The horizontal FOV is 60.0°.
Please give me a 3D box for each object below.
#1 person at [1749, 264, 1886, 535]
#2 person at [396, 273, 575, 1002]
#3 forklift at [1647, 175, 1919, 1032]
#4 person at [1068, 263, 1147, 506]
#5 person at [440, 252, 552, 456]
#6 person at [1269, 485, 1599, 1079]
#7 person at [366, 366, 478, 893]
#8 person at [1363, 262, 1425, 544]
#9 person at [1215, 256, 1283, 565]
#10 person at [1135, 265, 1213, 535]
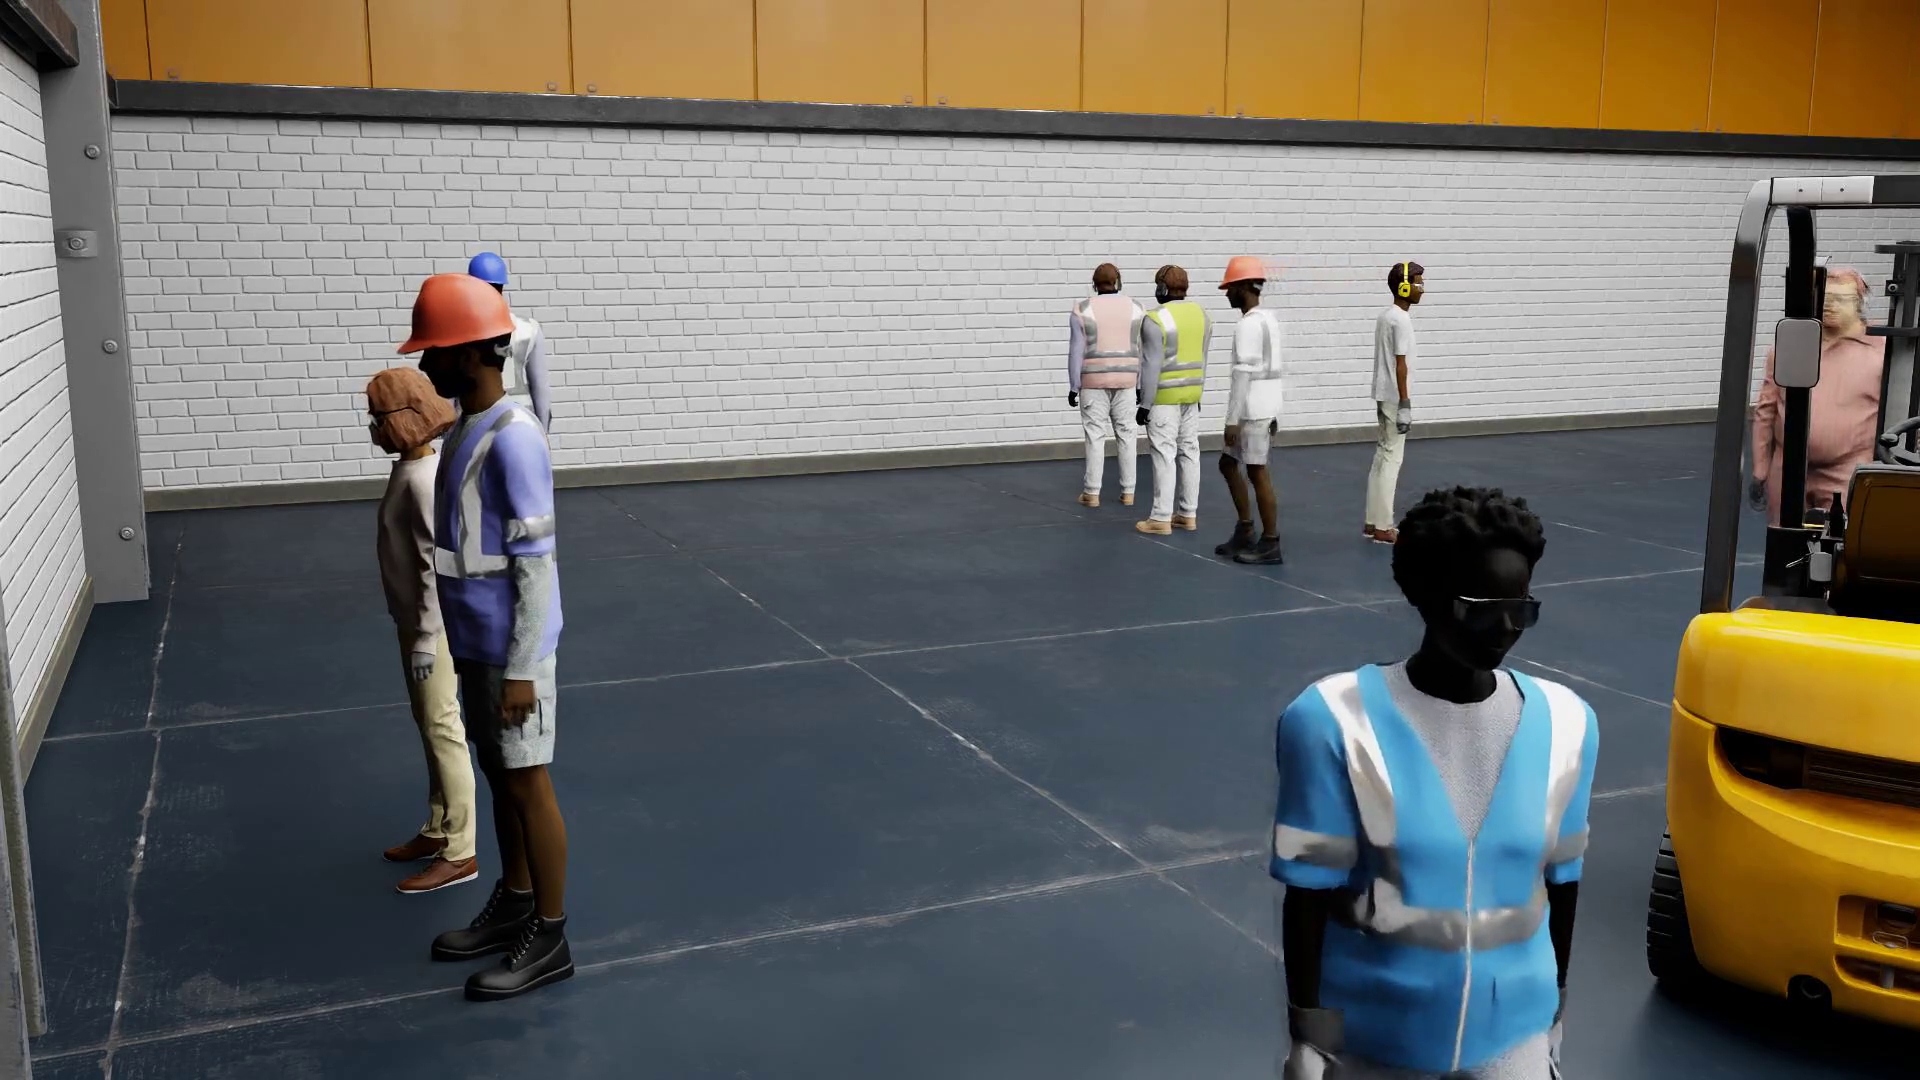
[{"bbox_3d":[3.968,-0.309,7.675,0.648,1.906,0.404,10,14,44],"label":"person"},{"bbox_3d":[-1.260,0.263,4.451,0.376,1.932,0.543,-6,12,-29],"label":"person"},{"bbox_3d":[2.810,0.094,4.662,1.214,2.155,2.313,7,12,34],"label":"forklift"},{"bbox_3d":[1.112,-1.169,12.606,0.621,1.840,0.430,-2,10,-10],"label":"person"},{"bbox_3d":[-2.554,-0.587,9.146,0.620,1.950,0.475,-3,11,-15],"label":"person"},{"bbox_3d":[0.718,0.722,2.639,0.534,1.673,0.750,-1,10,-4],"label":"person"},{"bbox_3d":[-1.687,0.276,5.206,0.289,1.632,0.497,-5,11,-24],"label":"person"},{"bbox_3d":[2.905,-0.910,11.097,0.313,1.867,0.528,0,10,-1],"label":"person"},{"bbox_3d":[1.787,-0.797,10.348,0.594,1.905,0.686,4,11,21],"label":"person"},{"bbox_3d":[1.441,-0.960,11.442,0.619,1.845,0.430,-9,13,-40],"label":"person"}]
